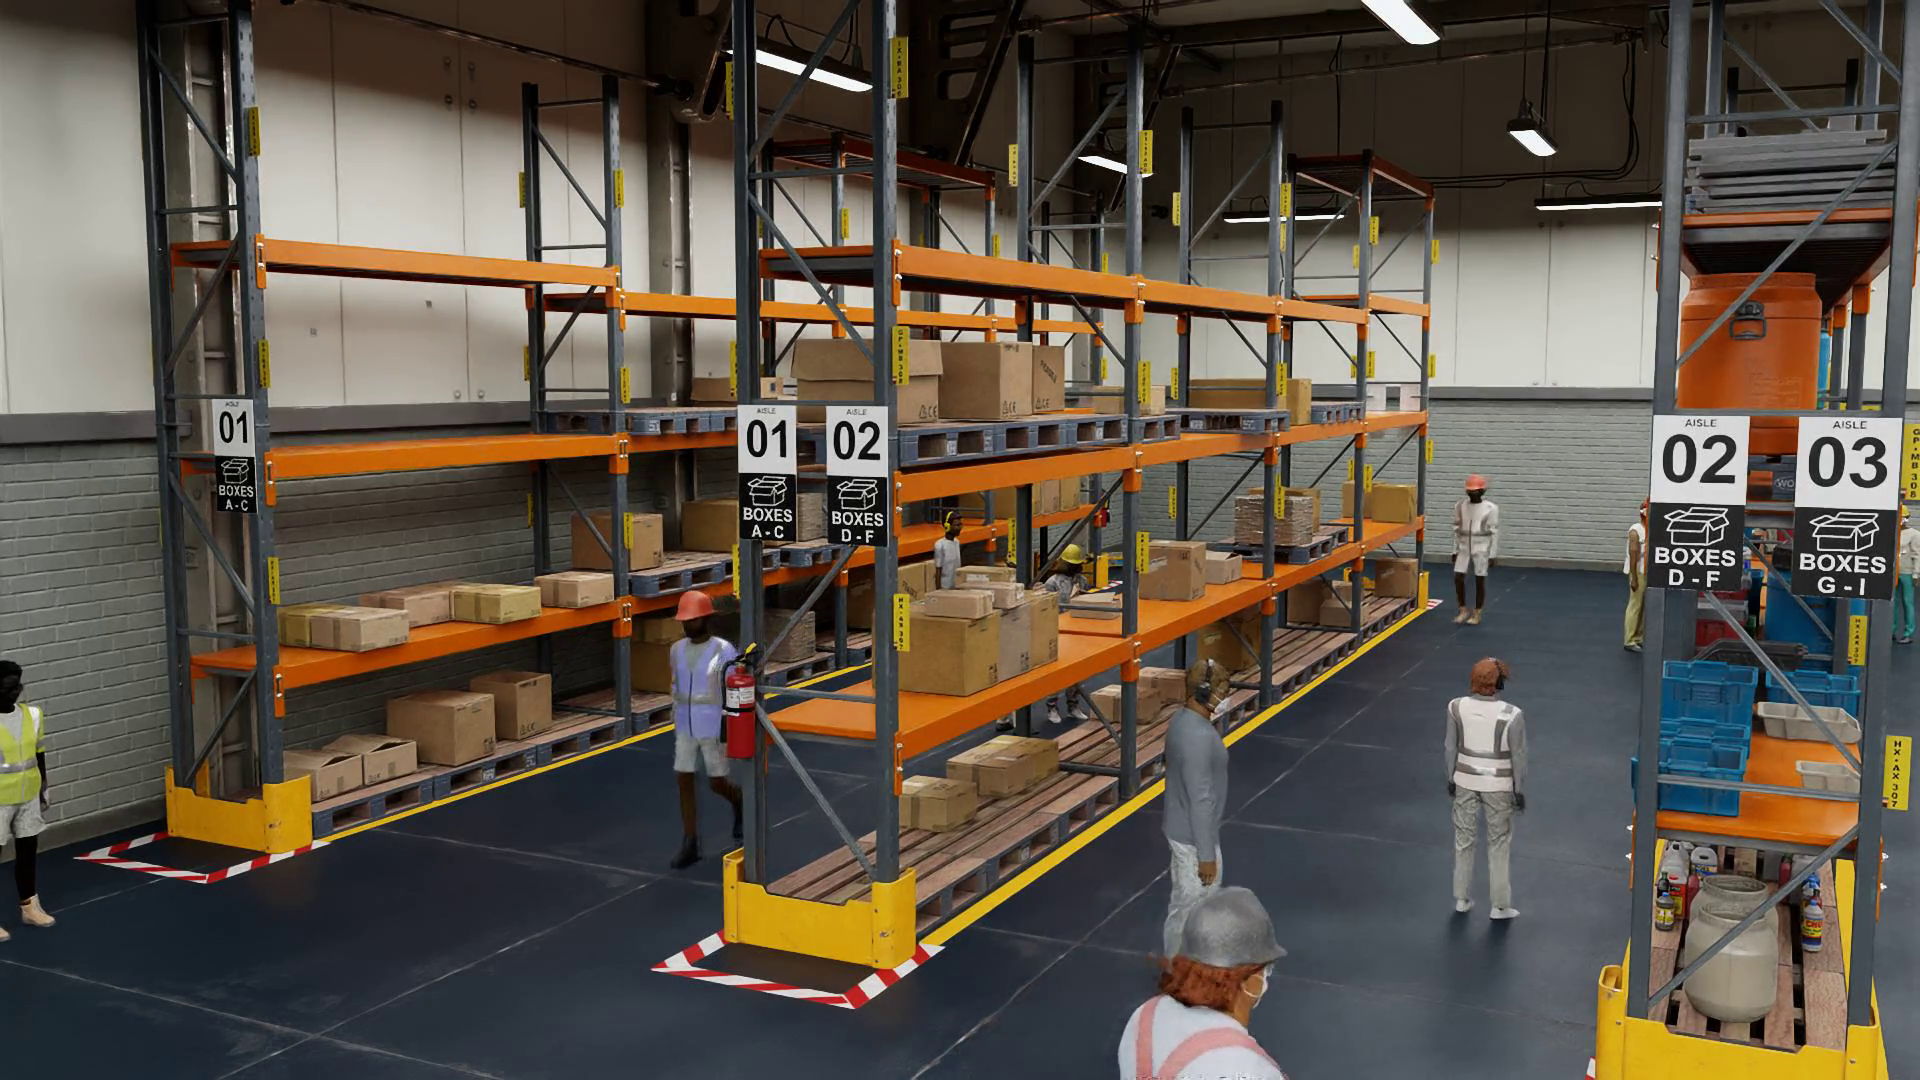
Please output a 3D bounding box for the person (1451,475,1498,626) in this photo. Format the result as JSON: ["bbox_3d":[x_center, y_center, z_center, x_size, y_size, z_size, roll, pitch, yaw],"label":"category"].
[{"bbox_3d":[6.788,0.150,22.086,0.638,2.025,0.661,5,7,38],"label":"person"}]

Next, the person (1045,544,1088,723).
[{"bbox_3d":[1.055,0.903,16.170,0.484,1.738,0.305,-3,7,-30],"label":"person"}]

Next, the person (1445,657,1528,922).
[{"bbox_3d":[3.275,1.552,10.380,0.536,1.635,0.313,5,8,41],"label":"person"}]

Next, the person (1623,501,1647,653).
[{"bbox_3d":[8.268,0.437,20.189,0.567,1.841,0.375,-6,8,-43],"label":"person"}]

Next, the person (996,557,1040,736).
[{"bbox_3d":[0.536,0.944,15.629,0.326,1.767,0.533,-4,7,-37],"label":"person"}]

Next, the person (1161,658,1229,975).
[{"bbox_3d":[1.242,1.575,8.690,0.373,1.935,0.628,0,6,-2],"label":"person"}]

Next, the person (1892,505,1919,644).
[{"bbox_3d":[11.741,0.418,20.813,0.344,1.758,0.530,-3,7,-27],"label":"person"}]

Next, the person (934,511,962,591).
[{"bbox_3d":[-0.125,0.604,18.510,0.319,1.861,0.515,3,7,26],"label":"person"}]

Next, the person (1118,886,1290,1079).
[{"bbox_3d":[0.785,1.935,4.673,0.990,2.000,0.693,-3,7,-26],"label":"person"}]

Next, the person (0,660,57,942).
[{"bbox_3d":[-5.756,1.556,10.045,0.318,1.690,0.536,3,6,24],"label":"person"}]

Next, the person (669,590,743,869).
[{"bbox_3d":[-1.760,1.284,11.620,0.552,1.913,0.776,3,6,24],"label":"person"}]
